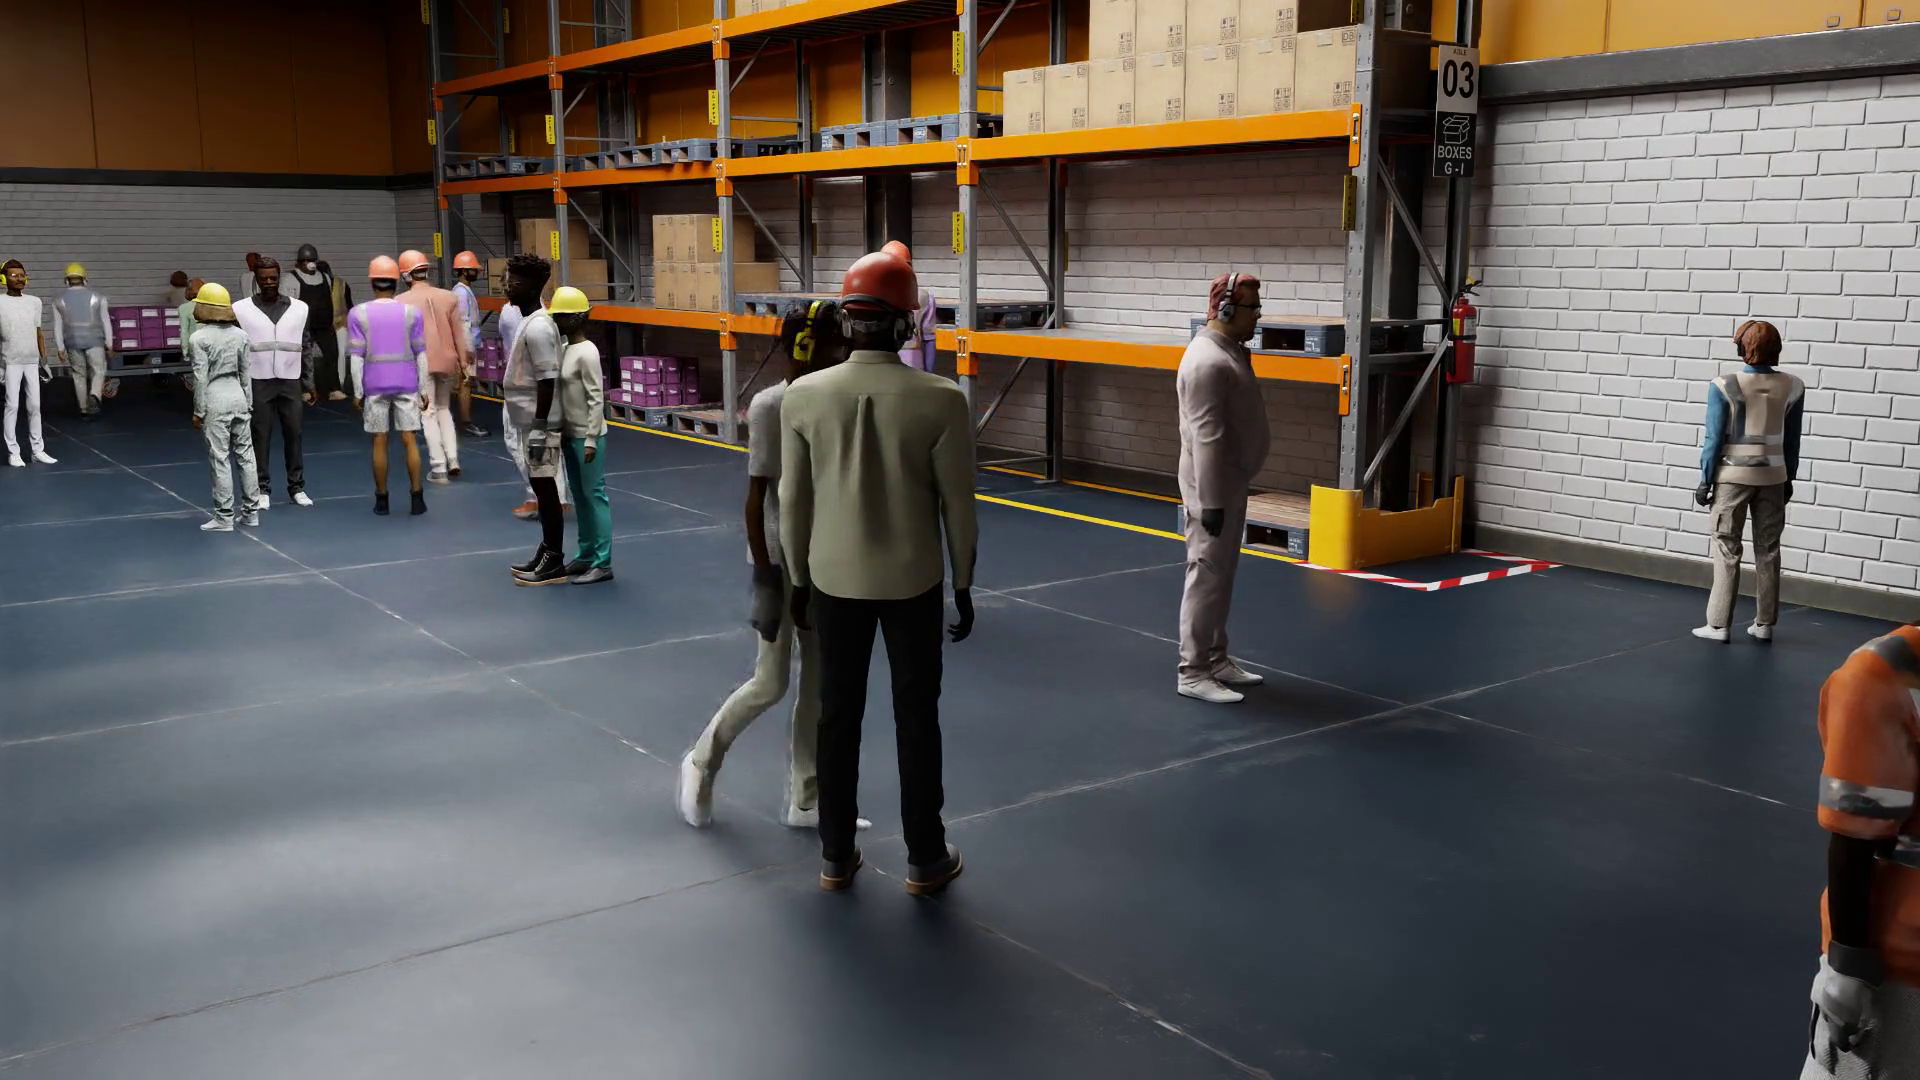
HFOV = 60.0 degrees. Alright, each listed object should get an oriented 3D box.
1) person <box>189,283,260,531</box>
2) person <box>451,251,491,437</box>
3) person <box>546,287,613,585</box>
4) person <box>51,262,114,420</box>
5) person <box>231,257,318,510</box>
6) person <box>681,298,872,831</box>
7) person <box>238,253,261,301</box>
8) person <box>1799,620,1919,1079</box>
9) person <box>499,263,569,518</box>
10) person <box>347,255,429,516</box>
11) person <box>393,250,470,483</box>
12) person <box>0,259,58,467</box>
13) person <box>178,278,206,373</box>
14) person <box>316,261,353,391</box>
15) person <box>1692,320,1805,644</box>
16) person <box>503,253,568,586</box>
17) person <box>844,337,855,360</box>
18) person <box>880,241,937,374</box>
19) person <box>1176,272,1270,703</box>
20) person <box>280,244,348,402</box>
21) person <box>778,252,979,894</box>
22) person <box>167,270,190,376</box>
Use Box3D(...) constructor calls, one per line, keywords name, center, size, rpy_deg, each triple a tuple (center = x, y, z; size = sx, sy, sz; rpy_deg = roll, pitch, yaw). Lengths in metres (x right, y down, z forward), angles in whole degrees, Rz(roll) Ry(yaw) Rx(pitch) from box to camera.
Box3D(name="person", center=(-5.222, -0.937, 11.764), size=(0.282, 1.746, 0.493), rpy_deg=(5, 11, 24))
Box3D(name="person", center=(-5.144, -2.047, 17.444), size=(0.362, 1.938, 0.545), rpy_deg=(-3, 11, -18))
Box3D(name="person", center=(-2.280, -0.619, 9.922), size=(0.330, 1.768, 0.526), rpy_deg=(-6, 12, -31))
Box3D(name="person", center=(-9.980, -2.251, 18.923), size=(0.607, 1.817, 0.561), rpy_deg=(-3, 11, -19))
Box3D(name="person", center=(-5.251, -1.187, 12.746), size=(0.600, 1.893, 0.377), rpy_deg=(-7, 12, -34))
Box3D(name="person", center=(-0.666, 0.103, 5.721), size=(0.747, 1.836, 0.592), rpy_deg=(4, 11, 23))
Box3D(name="person", center=(-10.368, -3.288, 24.550), size=(0.580, 1.883, 0.352), rpy_deg=(6, 12, 29))
Box3D(name="person", center=(1.639, 0.691, 2.776), size=(0.540, 1.697, 0.317), rpy_deg=(-4, 11, -21))
Box3D(name="person", center=(-3.146, -1.105, 12.273), size=(0.533, 1.896, 0.649), rpy_deg=(2, 10, 11))
Box3D(name="person", center=(-4.249, -1.146, 12.406), size=(0.551, 1.934, 0.375), rpy_deg=(-4, 11, -21))
Box3D(name="person", center=(-4.508, -1.464, 14.110), size=(0.633, 1.960, 0.551), rpy_deg=(-9, 14, -41))
Box3D(name="person", center=(-8.545, -1.603, 15.147), size=(0.328, 1.873, 0.514), rpy_deg=(6, 12, 31))
Box3D(name="person", center=(-8.733, -2.199, 19.191), size=(0.496, 1.623, 0.313), rpy_deg=(-10, 14, -43))
Box3D(name="person", center=(-8.467, -2.837, 22.314), size=(0.651, 1.780, 0.987), rpy_deg=(-2, 10, -12))
Box3D(name="person", center=(3.984, -0.285, 8.412), size=(0.523, 1.639, 0.306), rpy_deg=(-1, 10, -6))
Box3D(name="person", center=(-2.527, -0.715, 9.902), size=(0.361, 1.965, 0.613), rpy_deg=(-3, 11, -17))
Box3D(name="person", center=(-0.550, -0.388, 8.907), size=(0.873, 1.644, 0.554), rpy_deg=(5, 11, 28))
Box3D(name="person", center=(-0.485, -1.234, 12.605), size=(0.609, 2.040, 0.395), rpy_deg=(-3, 10, -15))
Box3D(name="person", center=(1.170, -0.229, 7.391), size=(0.399, 1.897, 0.647), rpy_deg=(3, 11, 18))
Box3D(name="person", center=(-8.199, -2.763, 21.167), size=(0.816, 2.000, 0.700), rpy_deg=(9, 13, 40))
Box3D(name="person", center=(-0.247, 0.115, 5.170), size=(0.622, 1.993, 0.382), rpy_deg=(2, 10, 11))
Box3D(name="person", center=(-11.648, -3.208, 24.852), size=(0.500, 1.622, 0.399), rpy_deg=(6, 12, 31))
